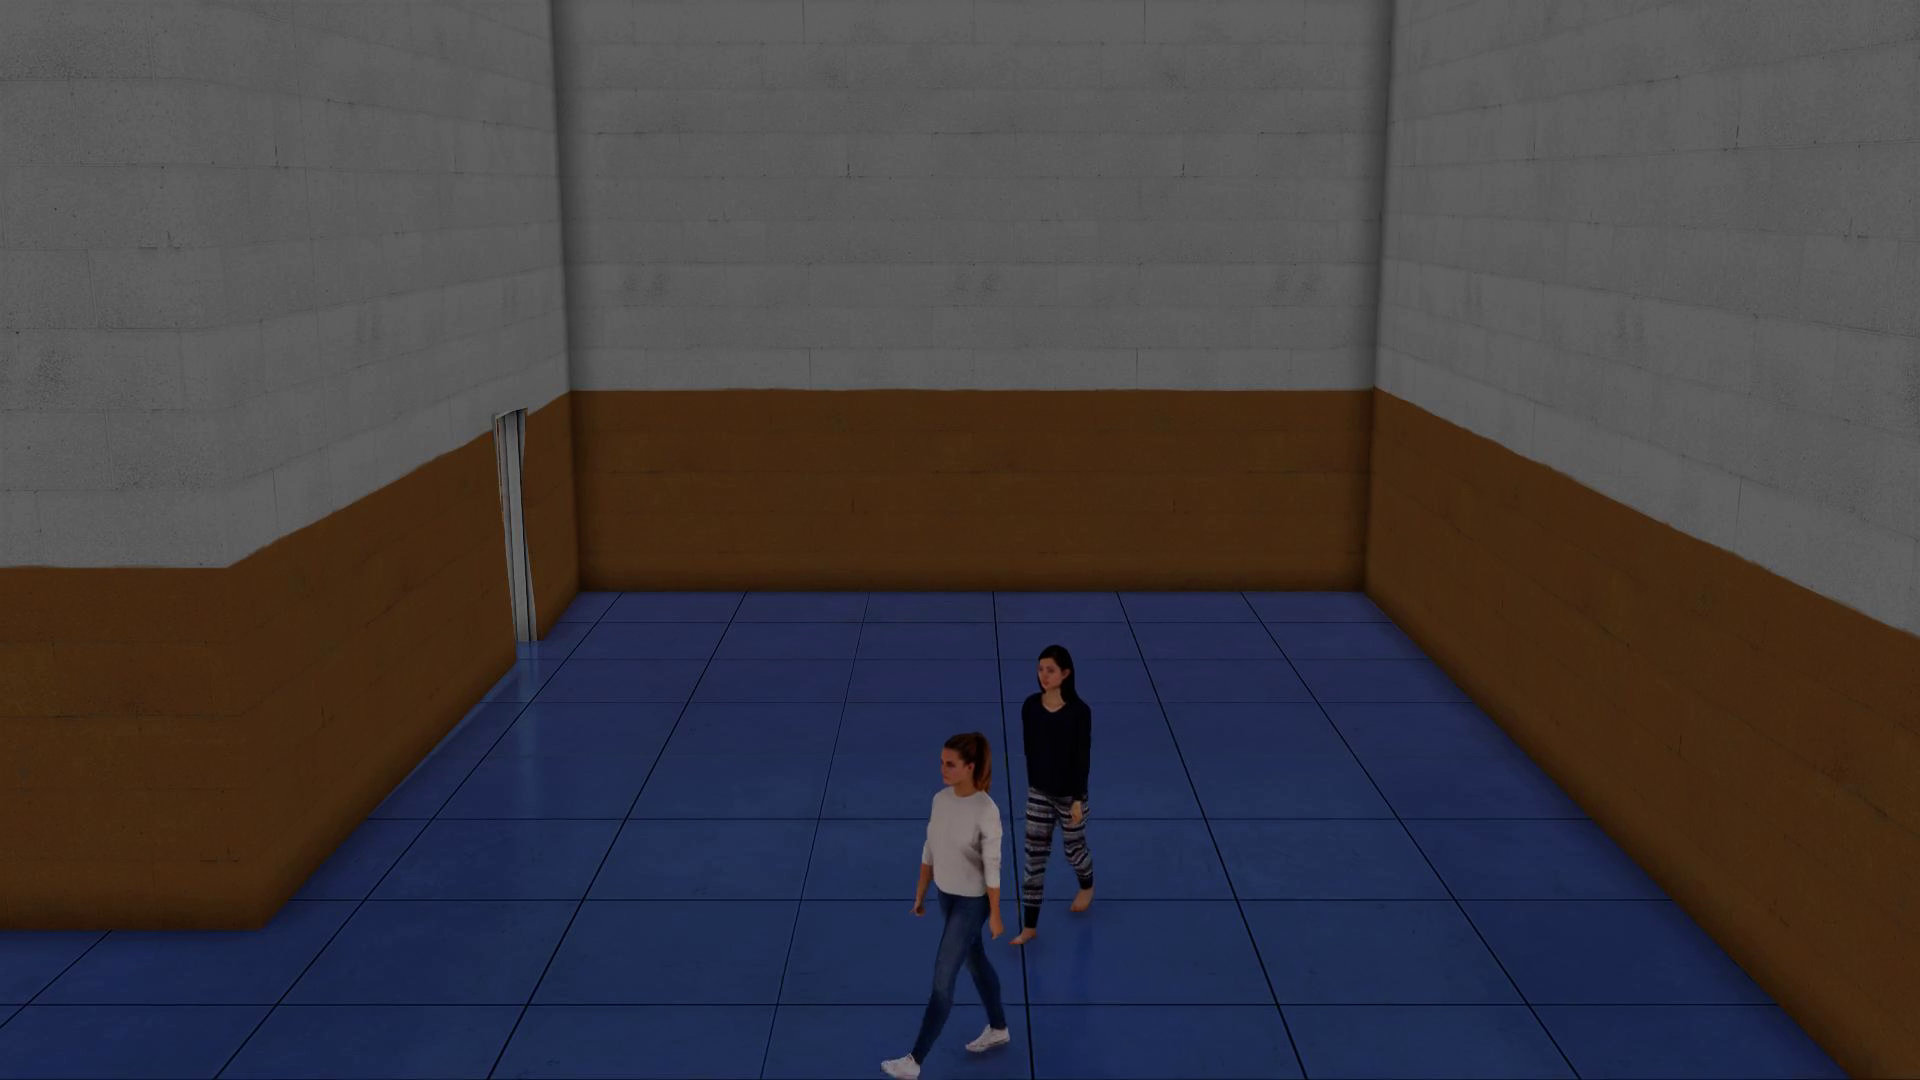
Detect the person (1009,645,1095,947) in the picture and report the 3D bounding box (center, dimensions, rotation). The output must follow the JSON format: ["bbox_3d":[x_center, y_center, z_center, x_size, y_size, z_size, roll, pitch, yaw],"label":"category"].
[{"bbox_3d":[0.618,1.445,9.626,1.126,1.690,1.001,6,13,27],"label":"person"}]

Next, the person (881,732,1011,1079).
[{"bbox_3d":[0.090,1.764,8.126,1.145,1.684,0.994,-8,14,-33],"label":"person"}]
